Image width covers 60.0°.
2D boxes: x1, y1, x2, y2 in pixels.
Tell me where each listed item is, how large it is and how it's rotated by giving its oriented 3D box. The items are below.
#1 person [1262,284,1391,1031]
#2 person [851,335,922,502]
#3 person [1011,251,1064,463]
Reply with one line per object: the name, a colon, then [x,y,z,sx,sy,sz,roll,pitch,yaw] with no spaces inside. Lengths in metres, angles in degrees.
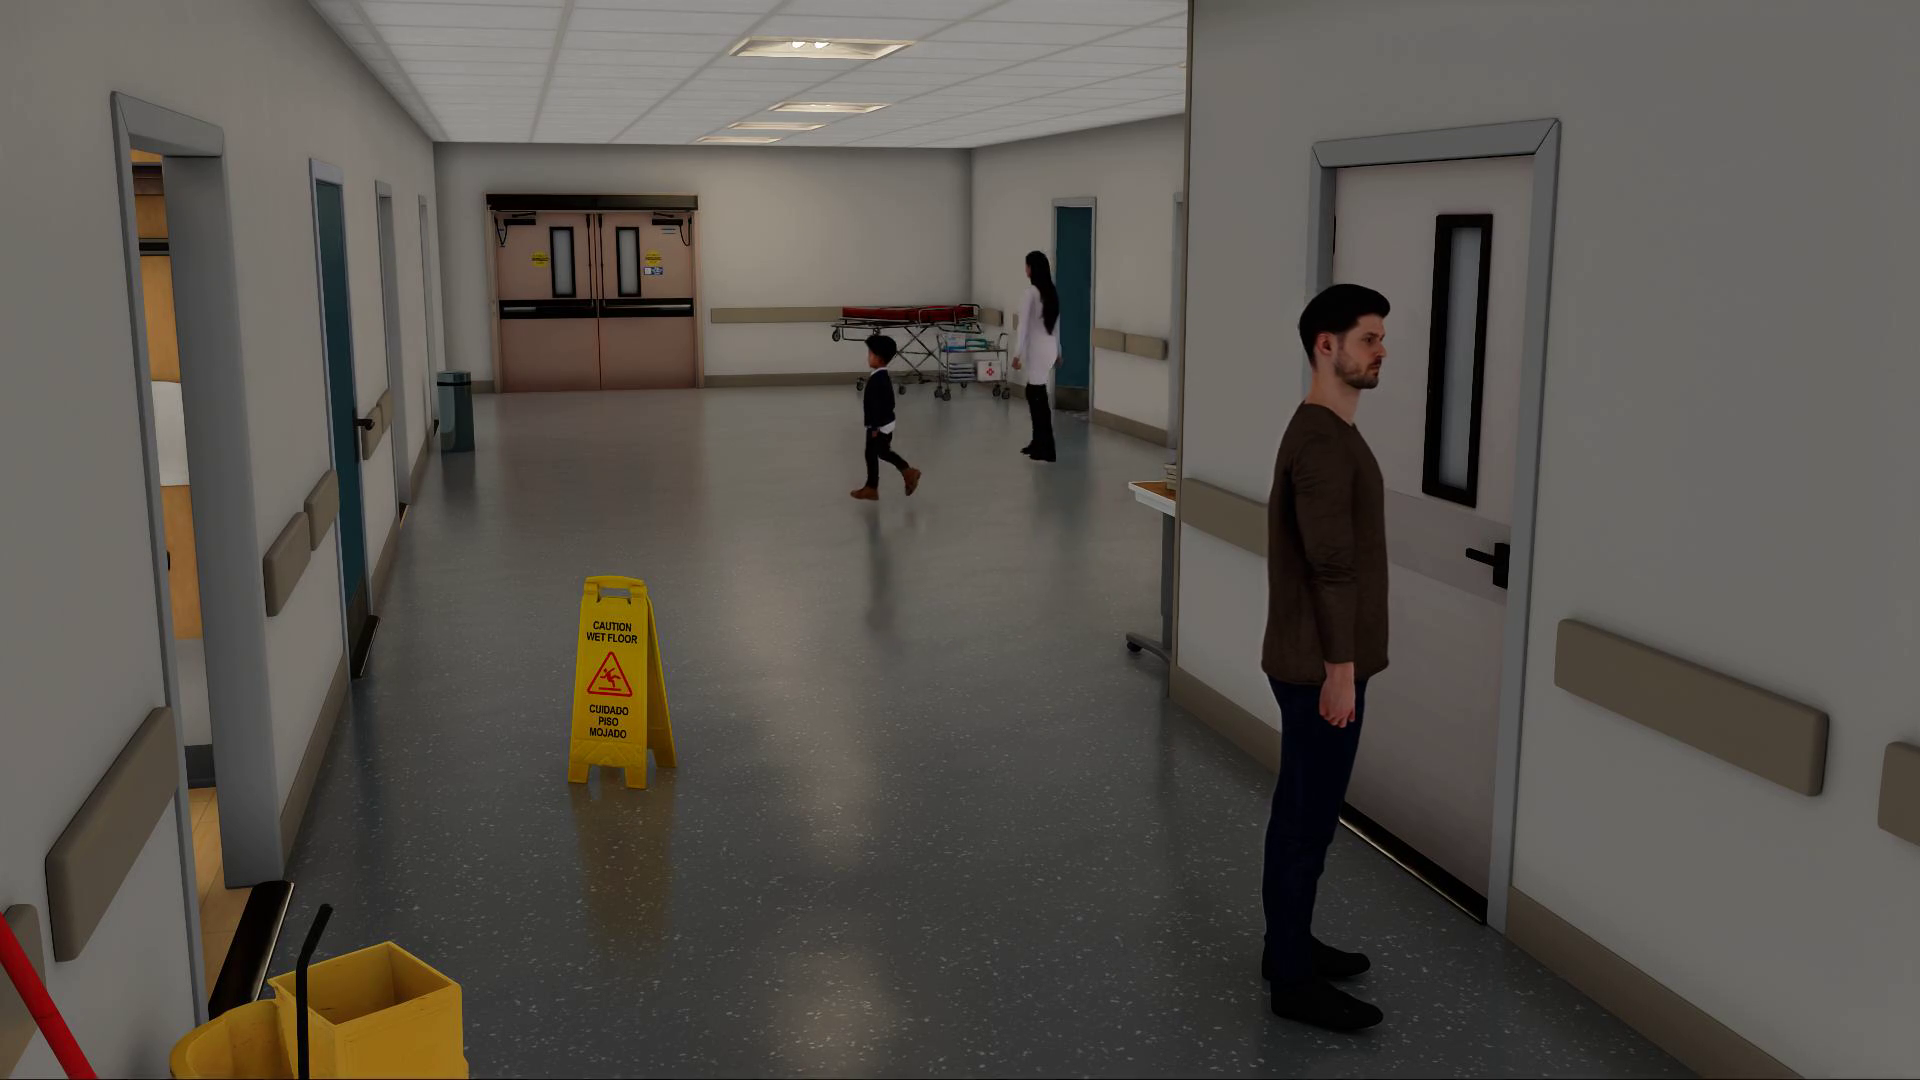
person: [0.929,0.289,4.286,0.789,1.886,0.648,2,11,9]
person: [-0.543,-0.887,12.182,0.777,1.215,0.772,3,11,16]
person: [0.752,-1.553,14.246,0.833,1.793,0.787,8,14,37]
